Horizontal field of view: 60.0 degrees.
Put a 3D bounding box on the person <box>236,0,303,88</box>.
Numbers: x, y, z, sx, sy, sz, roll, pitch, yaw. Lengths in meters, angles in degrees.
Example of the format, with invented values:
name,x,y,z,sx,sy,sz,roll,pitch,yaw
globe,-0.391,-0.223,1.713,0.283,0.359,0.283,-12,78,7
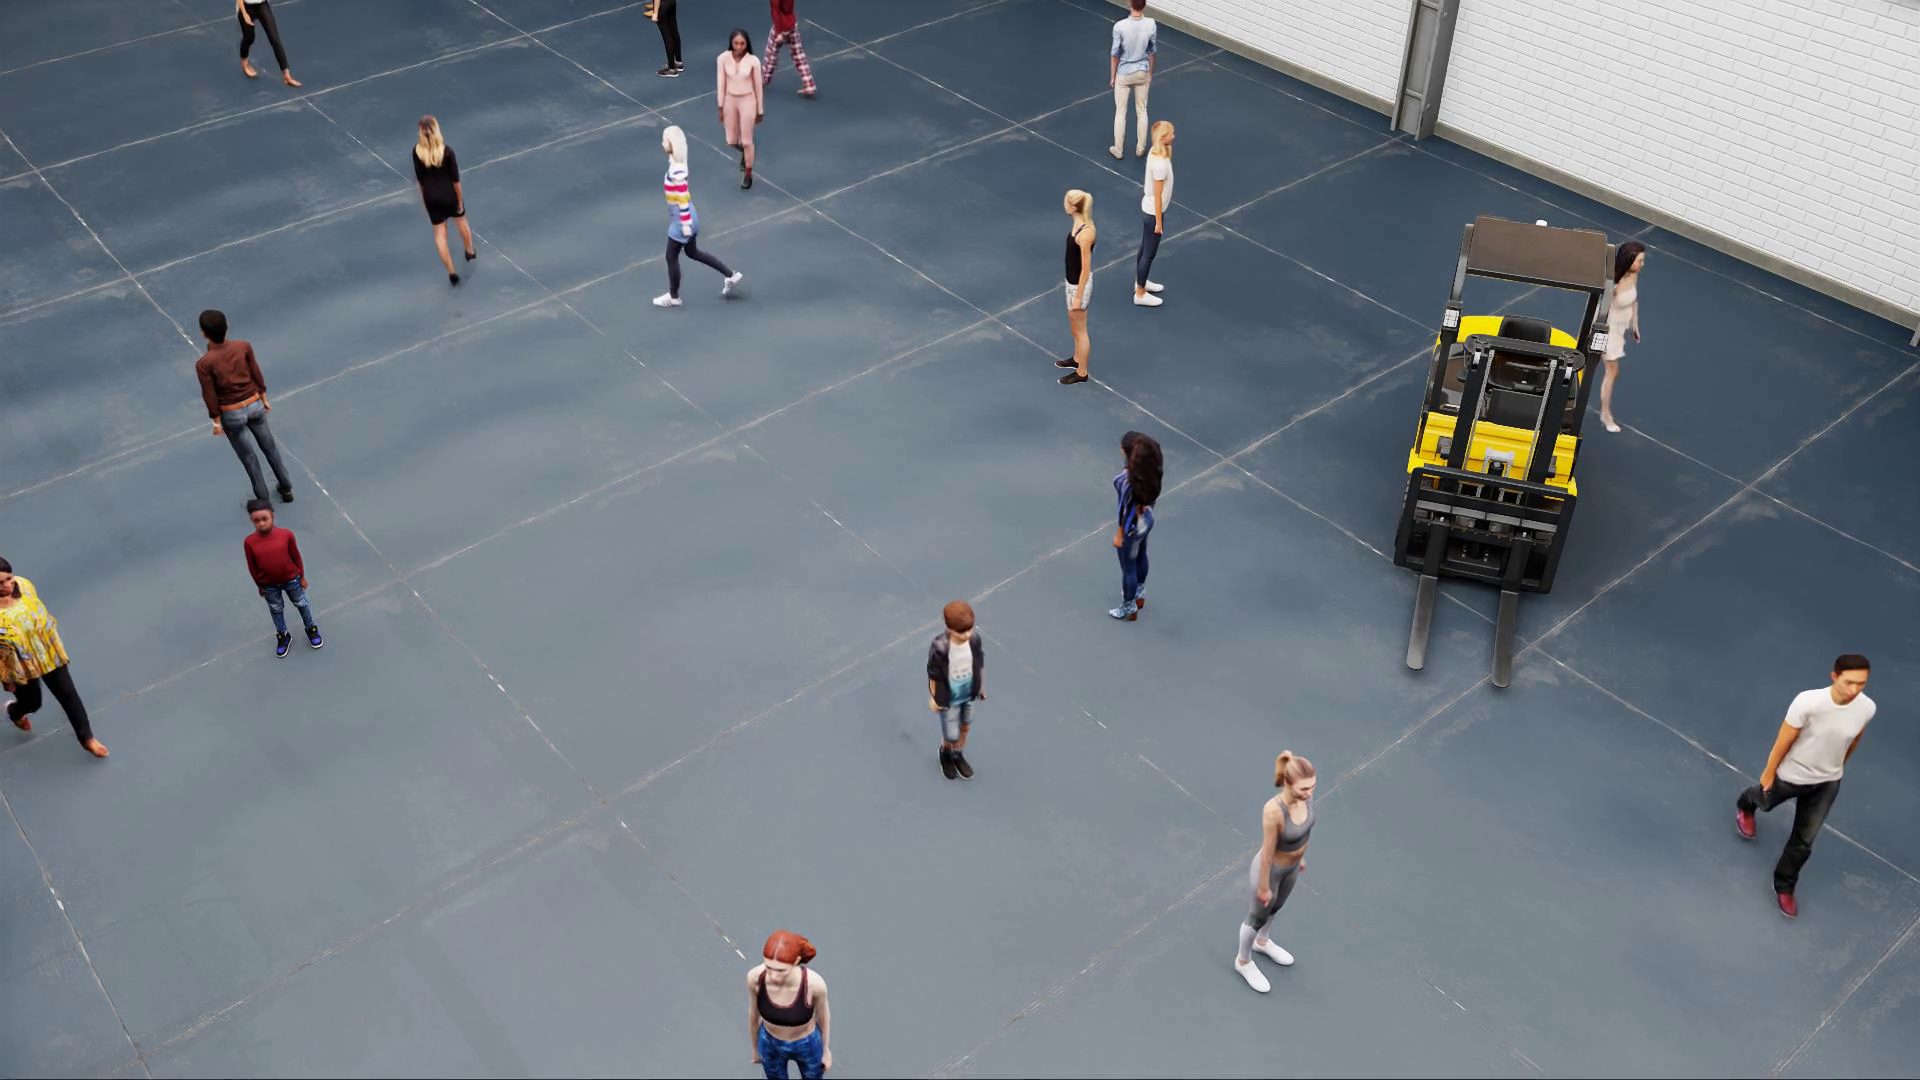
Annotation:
name,x,y,z,sx,sy,sz,roll,pitch,yaw
person,-8.289,-6.165,19.339,1.247,1.783,0.826,23,44,26

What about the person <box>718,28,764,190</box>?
name,x,y,z,sx,sy,sz,roll,pitch,yaw
person,-2.261,-4.530,17.352,0.841,1.707,0.899,5,39,6

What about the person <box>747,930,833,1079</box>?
name,x,y,z,sx,sy,sz,roll,pitch,yaw
person,-0.846,2.573,8.404,0.670,1.784,0.735,5,39,6

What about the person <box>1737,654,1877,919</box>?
name,x,y,z,sx,sy,sz,roll,pitch,yaw
person,5.044,1.324,9.981,1.150,1.767,1.210,3,39,4

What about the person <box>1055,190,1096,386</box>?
name,x,y,z,sx,sy,sz,roll,pitch,yaw
person,1.024,-2.204,14.328,0.746,1.845,0.664,0,39,0

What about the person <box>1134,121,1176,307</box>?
name,x,y,z,sx,sy,sz,roll,pitch,yaw
person,1.784,-3.040,15.404,0.713,1.809,0.641,0,39,1

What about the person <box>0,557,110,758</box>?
name,x,y,z,sx,sy,sz,roll,pitch,yaw
person,-6.095,0.764,10.782,1.123,1.633,0.940,17,42,20

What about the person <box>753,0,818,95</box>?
name,x,y,z,sx,sy,sz,roll,pitch,yaw
person,-1.950,-5.895,19.105,1.180,1.652,0.929,17,42,21

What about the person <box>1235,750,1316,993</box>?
name,x,y,z,sx,sy,sz,roll,pitch,yaw
person,1.782,1.841,9.374,0.550,1.707,0.588,30,47,32

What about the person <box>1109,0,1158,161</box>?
name,x,y,z,sx,sy,sz,roll,pitch,yaw
person,1.848,-4.987,17.810,0.732,1.848,0.742,-5,39,-6

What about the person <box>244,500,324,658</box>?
name,x,y,z,sx,sy,sz,roll,pitch,yaw
person,-4.807,0.246,11.734,0.570,1.254,0.590,-13,40,-15

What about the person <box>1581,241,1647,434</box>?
name,x,y,z,sx,sy,sz,roll,pitch,yaw
person,5.311,-1.746,13.864,0.845,1.709,0.631,30,47,32

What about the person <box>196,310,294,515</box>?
name,x,y,z,sx,sy,sz,roll,pitch,yaw
person,-5.545,-0.991,12.861,0.564,1.780,0.674,28,46,31

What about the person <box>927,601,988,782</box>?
name,x,y,z,sx,sy,sz,roll,pitch,yaw
person,-0.052,0.940,10.714,0.567,1.443,0.569,-22,43,-25

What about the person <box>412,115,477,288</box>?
name,x,y,z,sx,sy,sz,roll,pitch,yaw
person,-4.894,-3.157,15.676,0.844,1.652,0.960,-5,39,-6

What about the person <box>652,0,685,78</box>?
name,x,y,z,sx,sy,sz,roll,pitch,yaw
person,-3.479,-6.301,19.624,0.649,1.639,0.638,13,40,16

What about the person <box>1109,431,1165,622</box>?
name,x,y,z,sx,sy,sz,roll,pitch,yaw
person,1.247,-0.111,11.885,0.646,1.623,0.666,22,44,25

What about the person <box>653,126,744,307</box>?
name,x,y,z,sx,sy,sz,roll,pitch,yaw
person,-2.466,-2.967,15.334,1.084,1.784,1.141,-5,39,-6
